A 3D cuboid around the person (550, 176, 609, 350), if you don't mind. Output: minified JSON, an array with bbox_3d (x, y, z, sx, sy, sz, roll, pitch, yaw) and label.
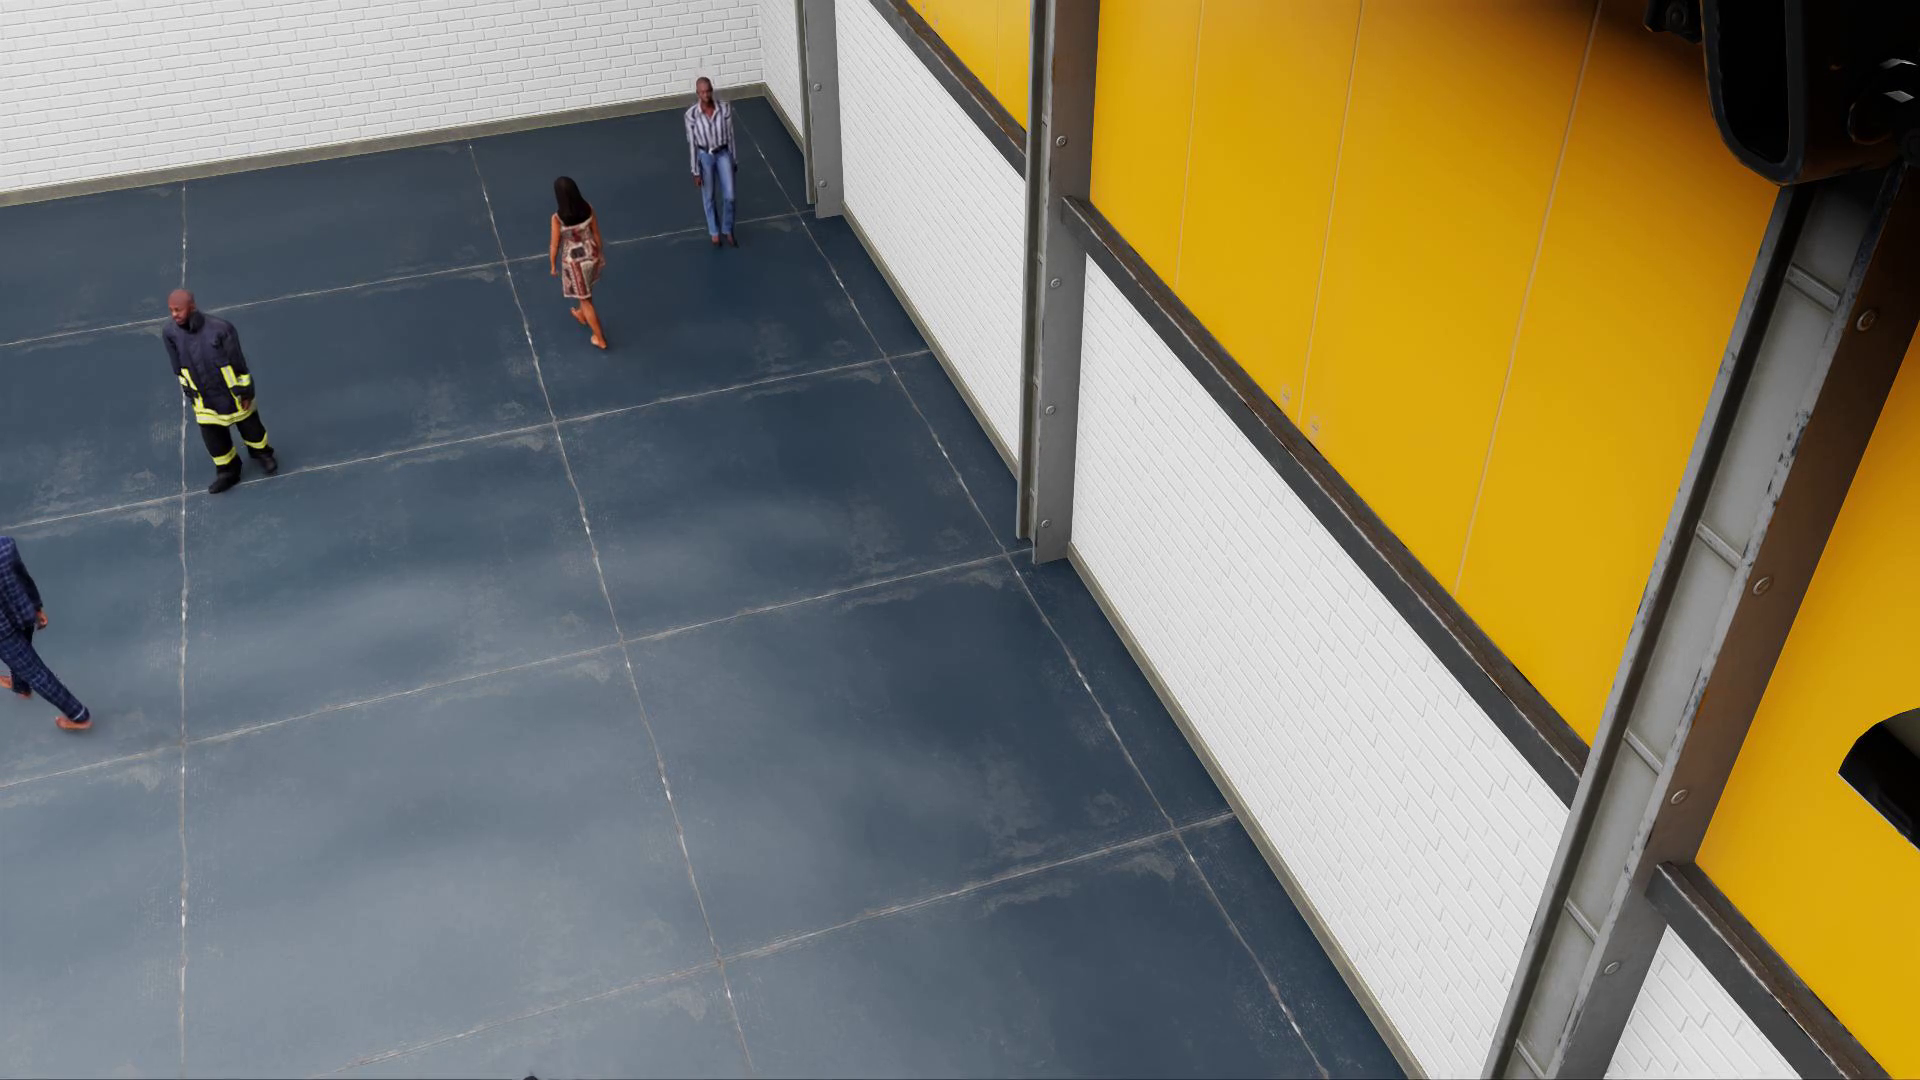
[{"bbox_3d":[-3.353,-2.440,14.804,0.860,1.615,1.051,-29,47,-31],"label":"person"}]

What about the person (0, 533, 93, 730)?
[{"bbox_3d":[-6.198,0.559,10.922,1.185,1.773,1.176,13,40,16],"label":"person"}]

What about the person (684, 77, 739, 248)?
[{"bbox_3d":[-2.429,-3.708,16.260,0.644,1.779,0.658,-13,40,-15],"label":"person"}]

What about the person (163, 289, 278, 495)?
[{"bbox_3d":[-5.848,-1.269,13.185,0.866,1.804,0.966,-6,39,-7],"label":"person"}]
